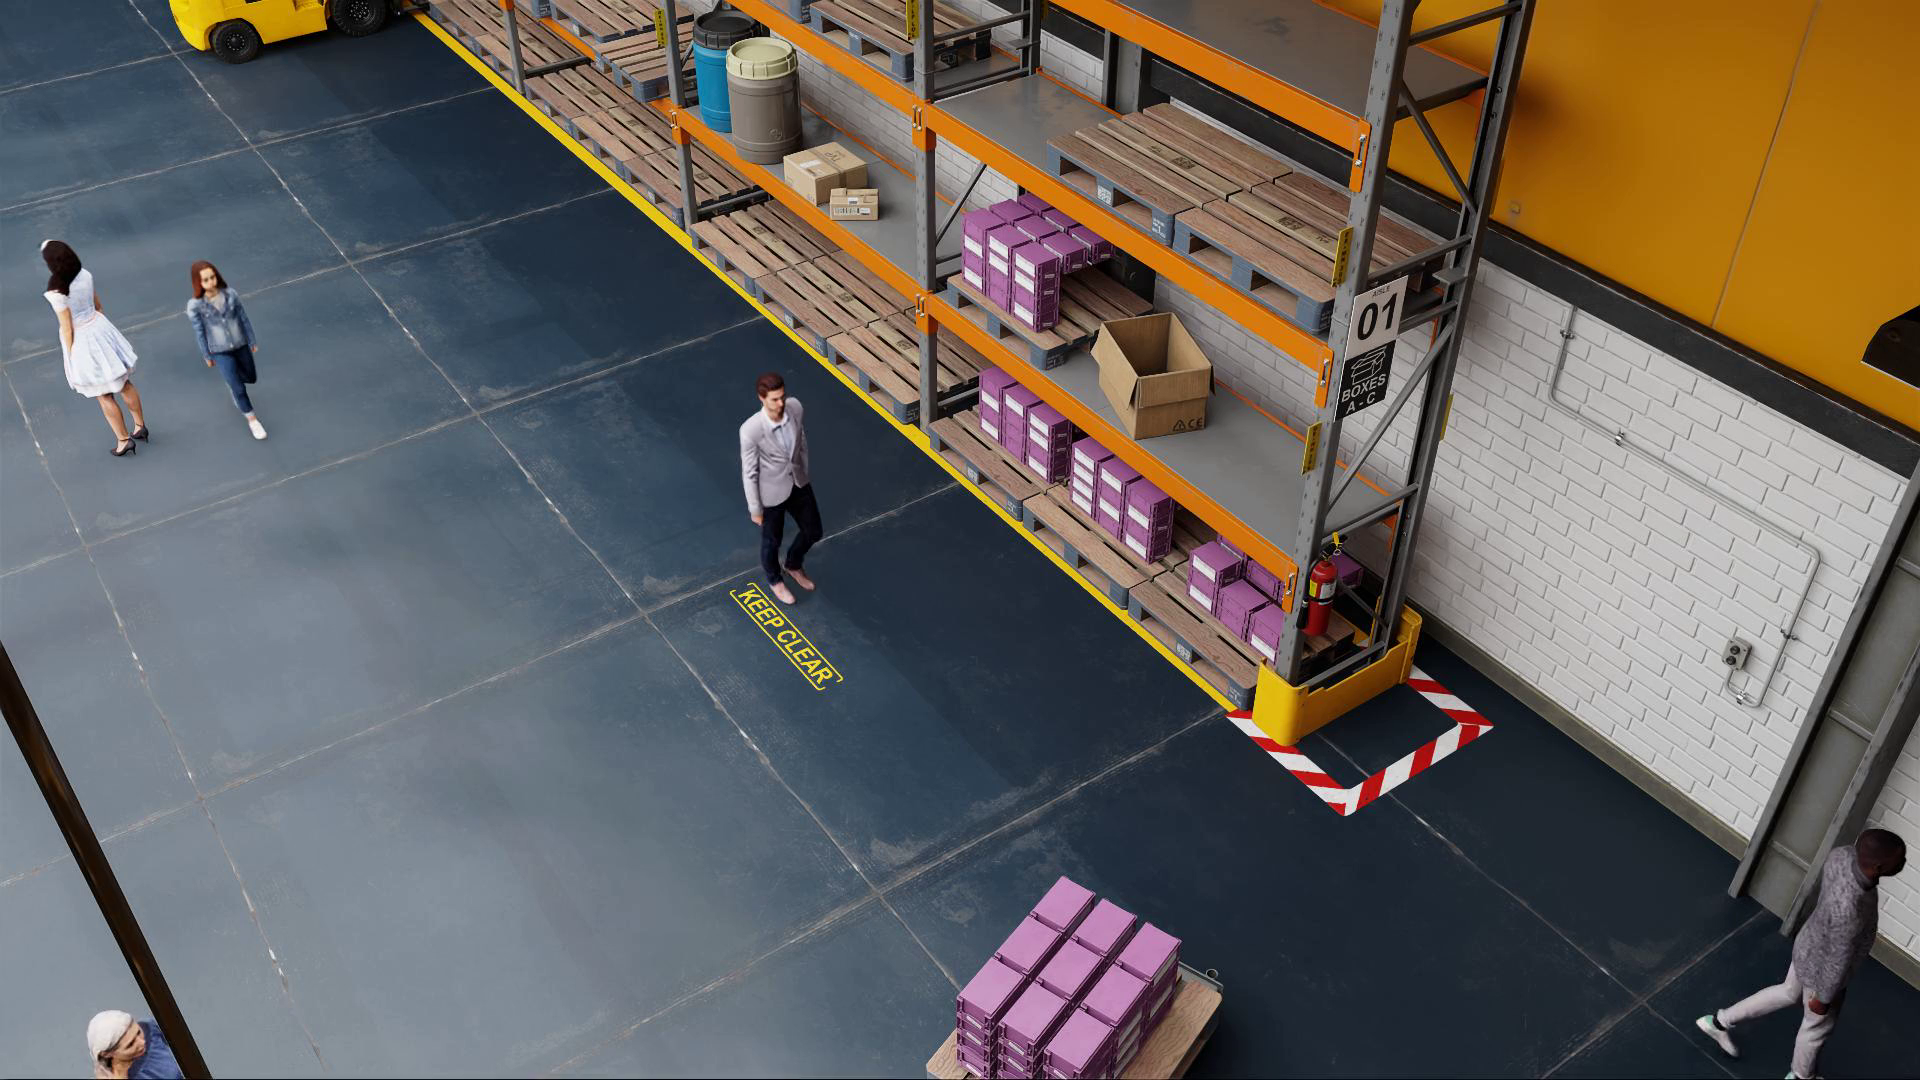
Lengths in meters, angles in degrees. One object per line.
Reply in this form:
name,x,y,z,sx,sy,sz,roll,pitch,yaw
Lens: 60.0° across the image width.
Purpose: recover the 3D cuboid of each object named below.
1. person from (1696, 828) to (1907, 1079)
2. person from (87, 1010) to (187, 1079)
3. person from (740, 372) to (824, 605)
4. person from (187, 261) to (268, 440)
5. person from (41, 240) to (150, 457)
person,4.151,2.038,8.160,1.134,1.823,1.025,12,40,14
person,-3.685,2.649,7.505,0.806,1.687,0.741,5,39,6
person,-1.259,-0.393,11.195,0.731,1.835,0.646,-29,47,-31
person,-5.692,-1.514,12.898,0.637,1.461,0.883,-29,47,-32
person,-6.514,-1.436,12.520,0.907,1.811,0.855,11,40,14
